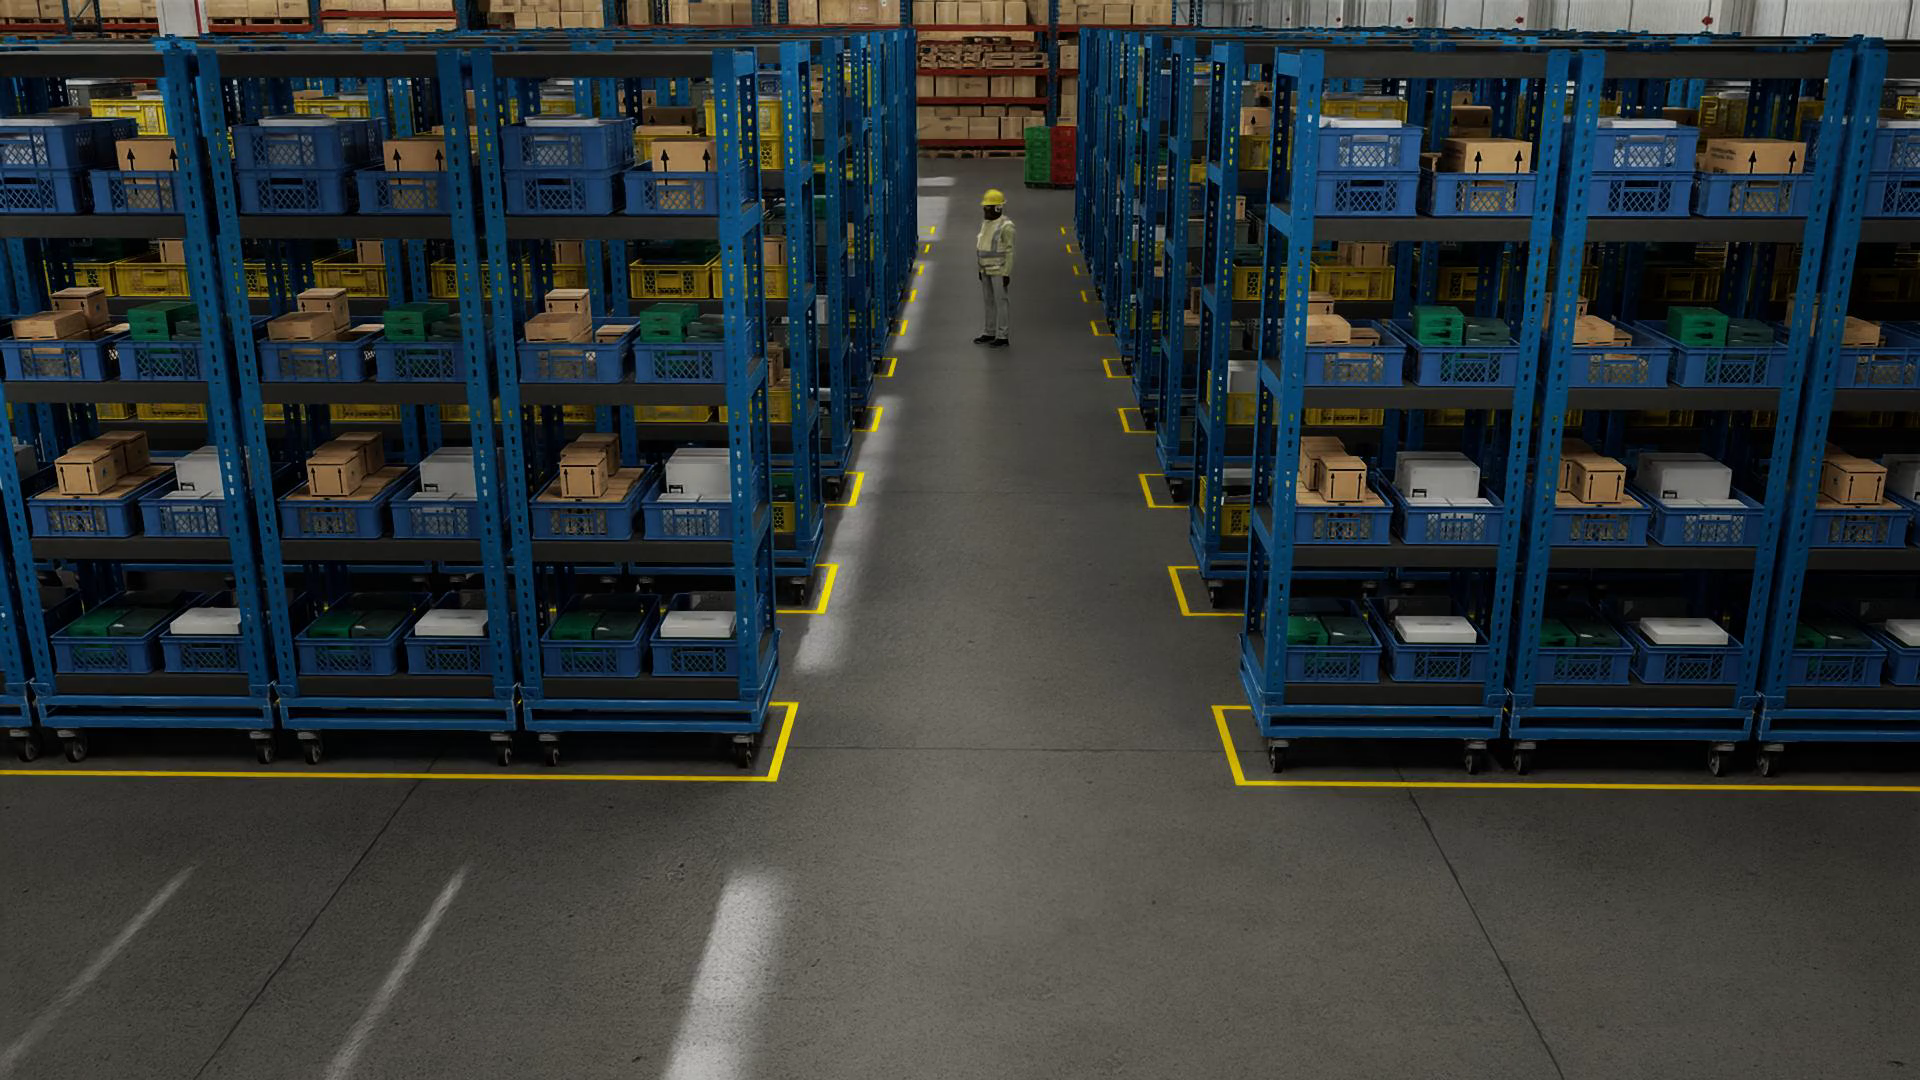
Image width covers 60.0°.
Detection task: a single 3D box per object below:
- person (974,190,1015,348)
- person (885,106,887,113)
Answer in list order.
[{"bbox_3d":[0.392,-3.173,19.472,0.404,1.829,0.600,-11,21,-31],"label":"person"},{"bbox_3d":[-2.085,-11.181,45.124,0.392,1.752,0.548,1,17,3],"label":"person"}]
